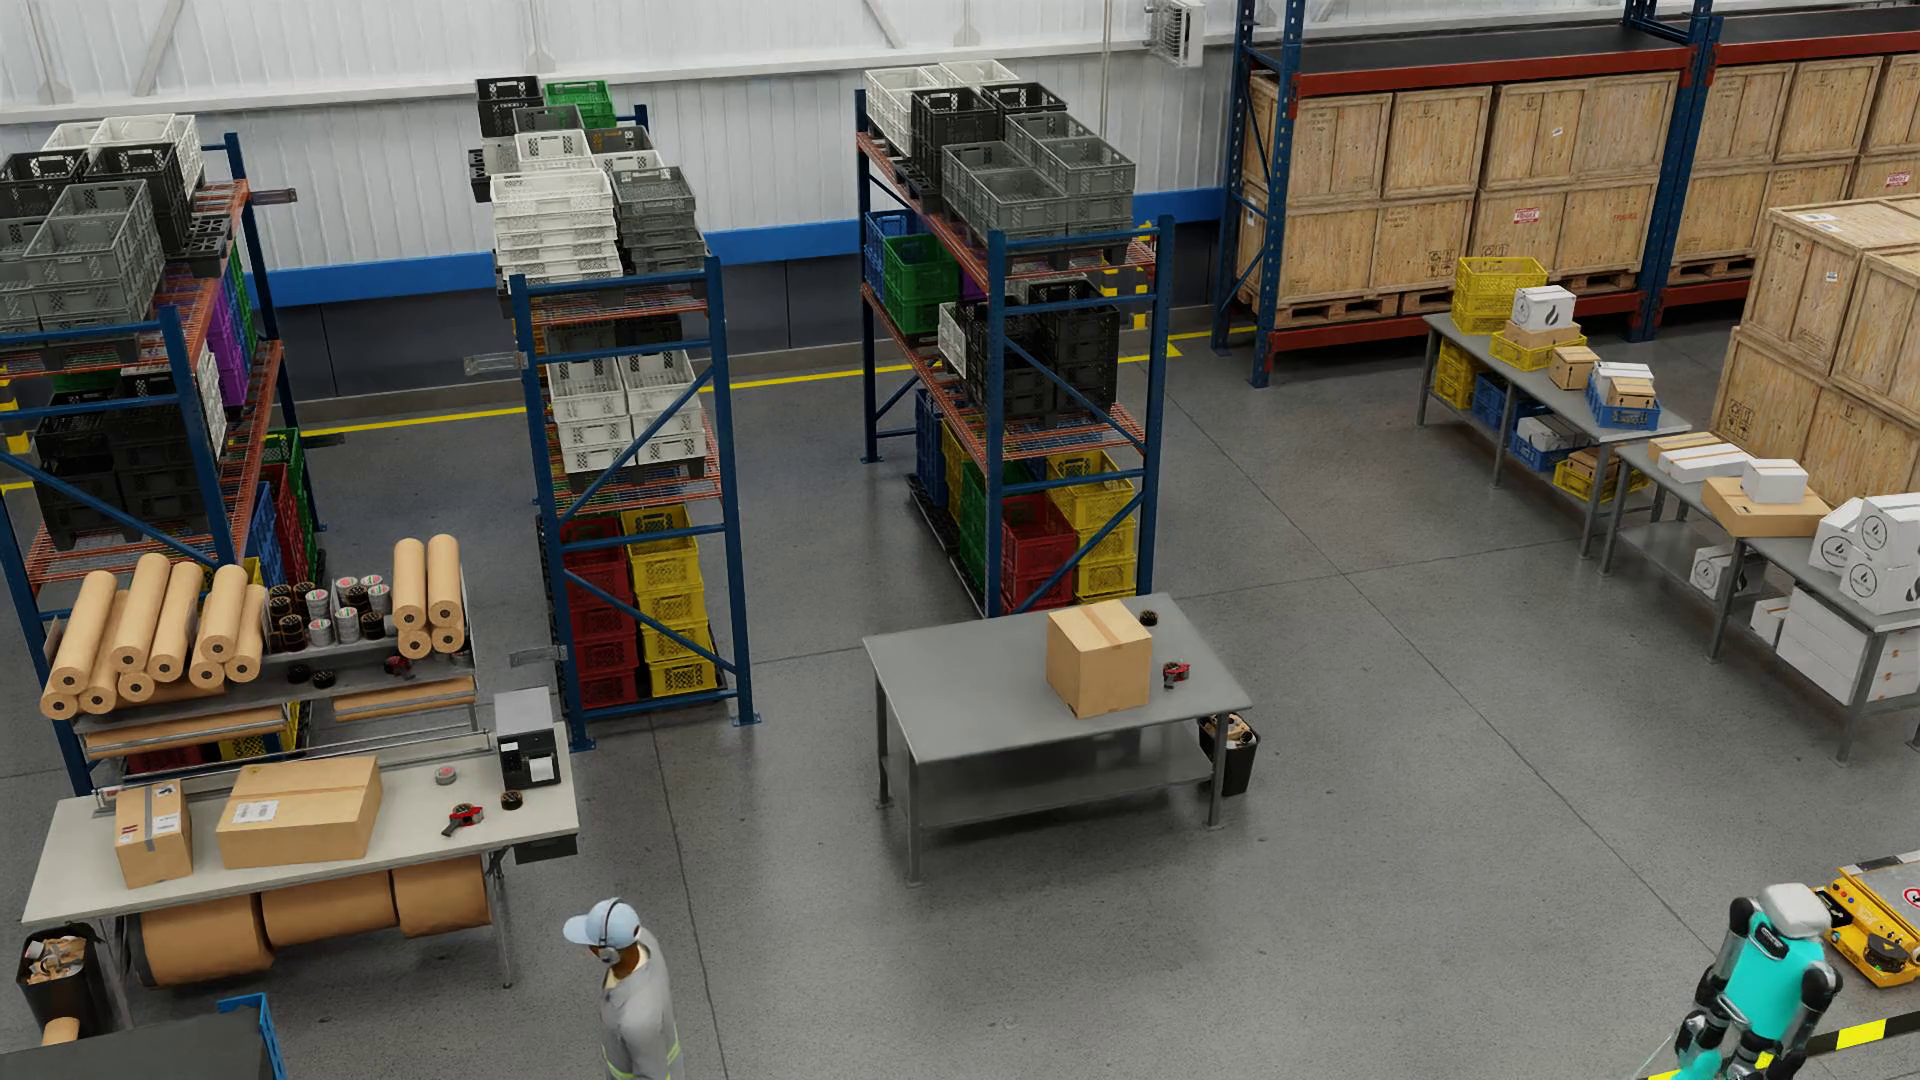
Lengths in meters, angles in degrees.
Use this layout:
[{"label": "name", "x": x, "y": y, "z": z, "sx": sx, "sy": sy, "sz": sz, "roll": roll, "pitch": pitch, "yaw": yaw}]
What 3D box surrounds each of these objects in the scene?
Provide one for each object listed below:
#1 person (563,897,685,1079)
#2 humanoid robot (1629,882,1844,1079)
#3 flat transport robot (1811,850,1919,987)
[{"label": "person", "x": -1.287, "y": 2.153, "z": 6.601, "sx": 0.388, "sy": 1.849, "sz": 0.597, "roll": -7, "pitch": 30, "yaw": -12}, {"label": "humanoid robot", "x": 2.934, "y": 2.178, "z": 6.684, "sx": 0.808, "sy": 1.769, "sz": 0.559, "roll": -7, "pitch": 30, "yaw": -13}, {"label": "flat transport robot", "x": 5.163, "y": 1.916, "z": 8.676, "sx": 1.431, "sy": 0.231, "sz": 0.659, "roll": -8, "pitch": 30, "yaw": -14}]
